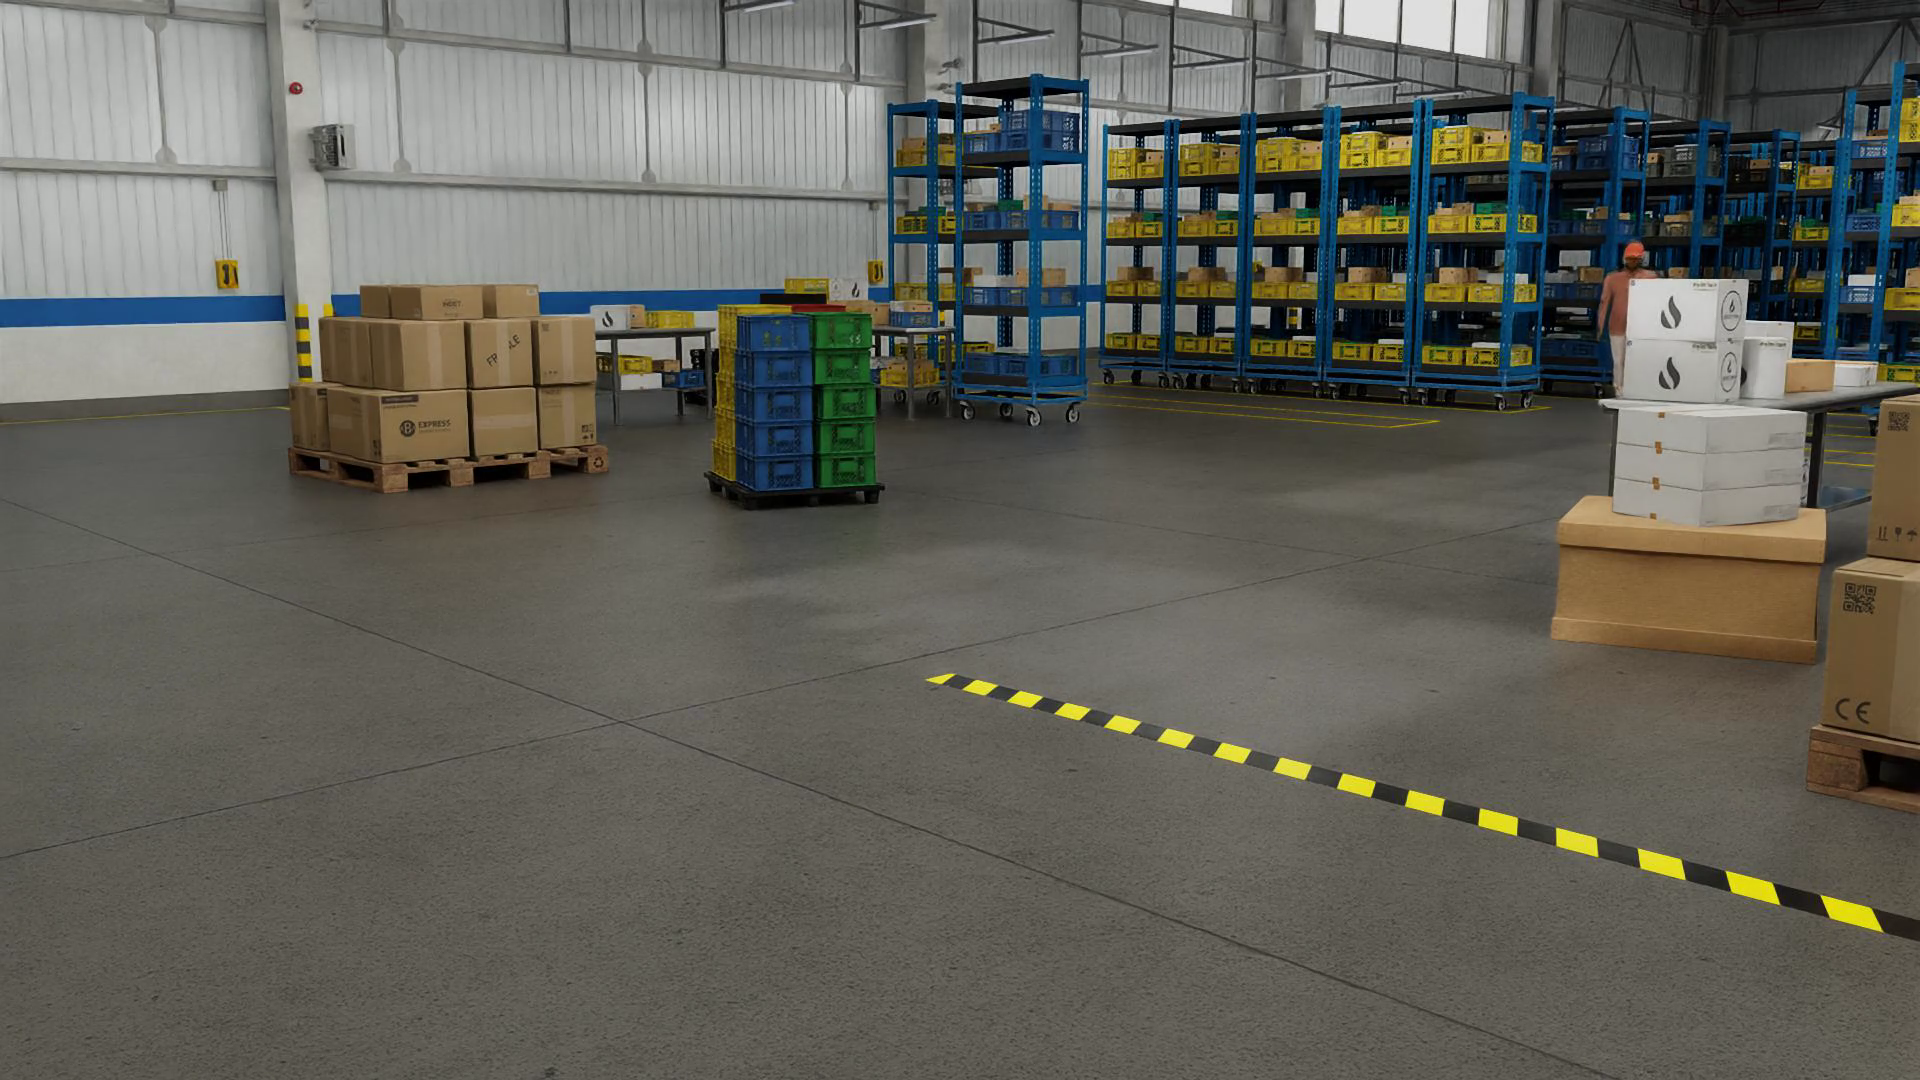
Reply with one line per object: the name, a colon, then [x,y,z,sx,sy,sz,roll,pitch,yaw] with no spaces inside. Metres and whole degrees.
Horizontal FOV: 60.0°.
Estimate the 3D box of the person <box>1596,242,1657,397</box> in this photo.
person: [7.599,-2.406,18.944,0.624,1.941,1.049,5,11,27]
